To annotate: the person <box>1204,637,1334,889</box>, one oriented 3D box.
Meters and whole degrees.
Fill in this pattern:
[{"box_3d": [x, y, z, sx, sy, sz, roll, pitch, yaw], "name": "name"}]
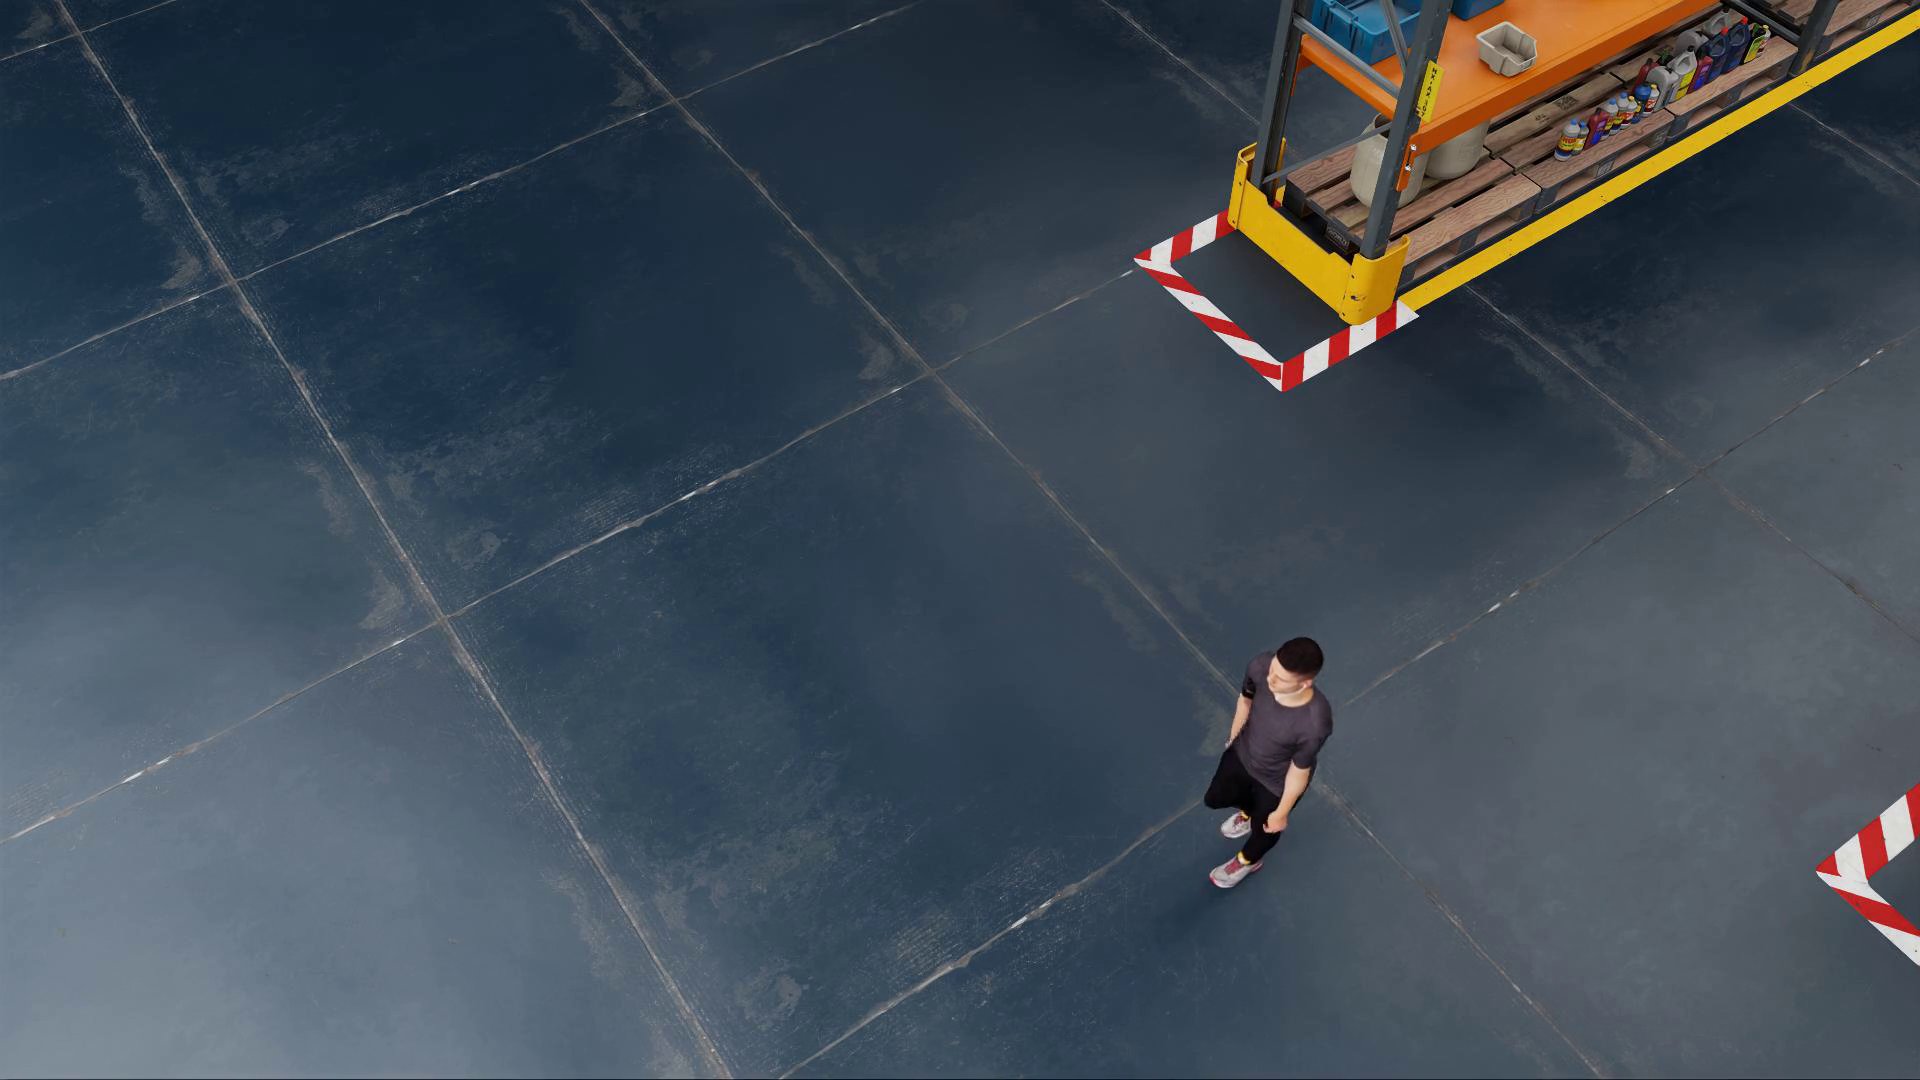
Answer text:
[{"box_3d": [1.361, 0.912, 6.912, 0.654, 1.754, 0.642, -25, 56, -18], "name": "person"}]
